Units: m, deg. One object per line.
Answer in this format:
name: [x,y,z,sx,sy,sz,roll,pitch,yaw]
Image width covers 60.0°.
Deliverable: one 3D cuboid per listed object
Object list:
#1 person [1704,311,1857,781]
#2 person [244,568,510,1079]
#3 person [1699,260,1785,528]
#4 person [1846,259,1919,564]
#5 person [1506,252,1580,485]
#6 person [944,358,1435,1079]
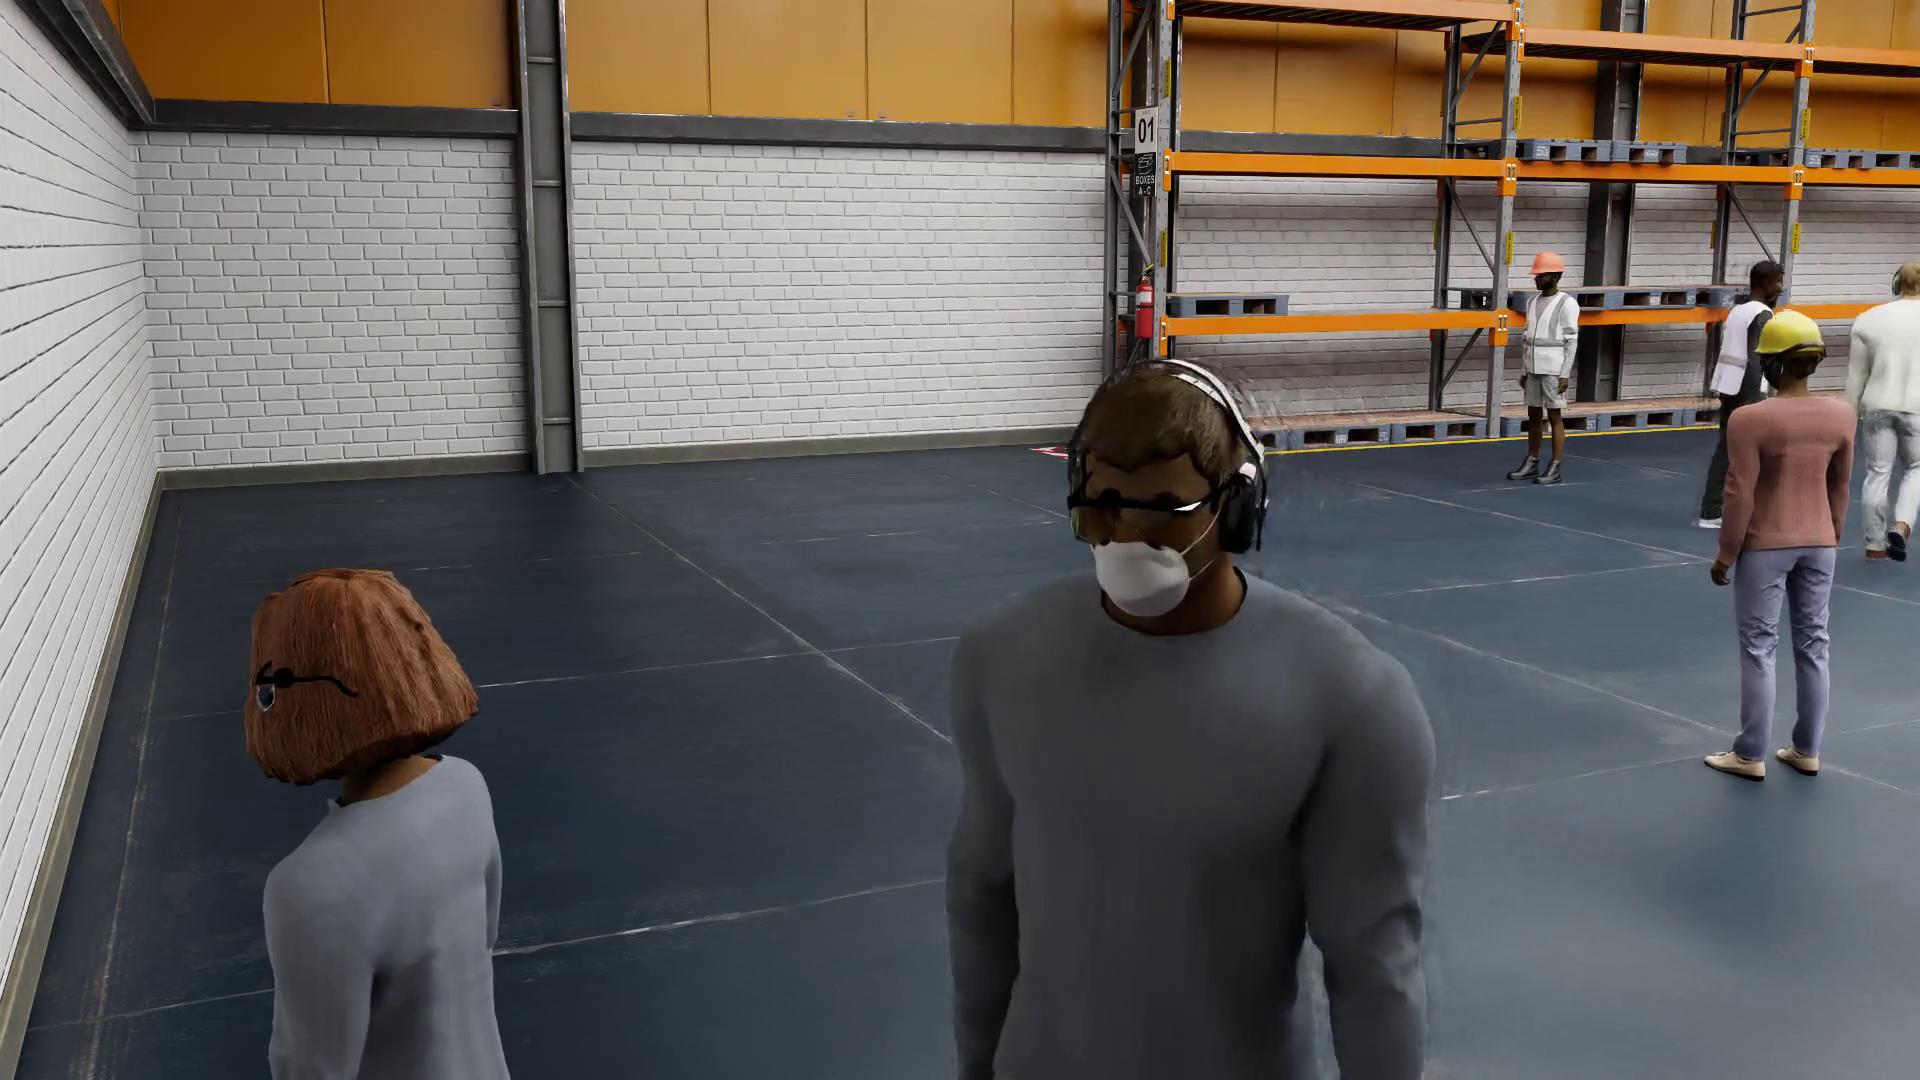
person: [3.079,0.029,6.264,0.525,1.769,0.329,-2,10,-10]
person: [-0.719,0.838,2.154,0.281,1.624,0.494,1,10,5]
person: [5.618,-1.002,11.669,0.799,1.883,0.615,1,10,5]
person: [5.842,-0.779,10.343,0.639,1.917,0.513,7,12,33]
person: [4.891,-1.432,13.922,0.379,1.938,0.547,-5,11,-24]
person: [0.293,0.703,2.164,0.638,1.903,0.924,5,11,27]
